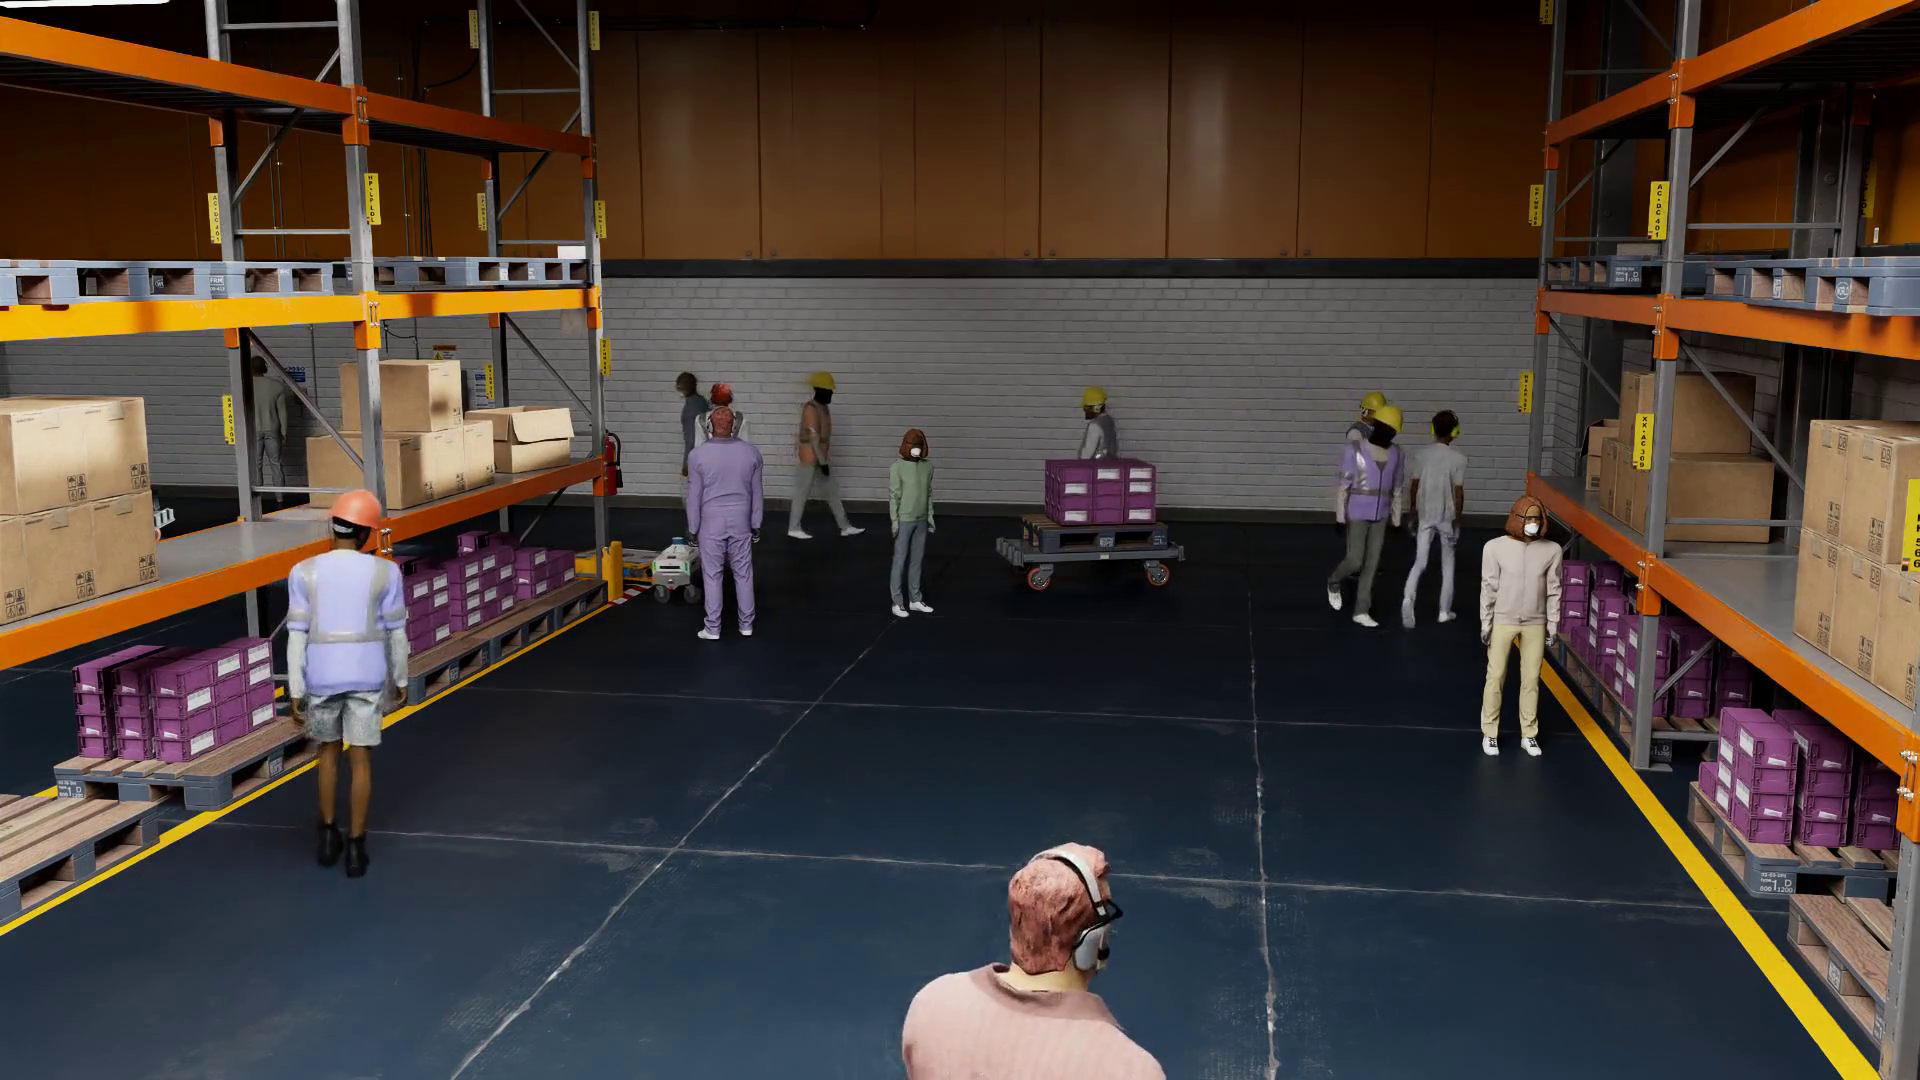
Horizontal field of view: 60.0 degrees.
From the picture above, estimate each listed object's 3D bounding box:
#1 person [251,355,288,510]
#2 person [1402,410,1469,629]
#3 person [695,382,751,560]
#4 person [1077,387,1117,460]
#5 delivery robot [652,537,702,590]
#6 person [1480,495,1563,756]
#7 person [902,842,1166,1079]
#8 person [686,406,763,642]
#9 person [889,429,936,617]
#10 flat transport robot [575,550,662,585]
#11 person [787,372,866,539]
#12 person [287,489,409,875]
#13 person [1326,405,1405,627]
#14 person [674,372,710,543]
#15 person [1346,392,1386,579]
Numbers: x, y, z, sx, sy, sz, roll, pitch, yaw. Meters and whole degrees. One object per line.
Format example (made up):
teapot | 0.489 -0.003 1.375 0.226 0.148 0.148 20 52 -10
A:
person | -8.728 -1.336 20.799 0.627 1.940 0.372 -5 11 -29
person | 3.973 -0.171 13.972 0.505 1.841 0.844 6 11 32
person | -2.414 -0.676 16.937 0.592 1.871 0.476 0 9 1
person | 1.433 -0.683 17.179 0.548 1.804 0.606 3 10 17
delivery robot | -2.573 0.218 15.186 0.477 0.478 0.707 0 9 3
person | 3.451 0.529 10.264 0.496 1.629 0.277 0 9 2
person | 0.166 1.523 3.430 0.657 1.854 0.997 6 11 35
person | -1.914 -0.133 13.479 0.651 1.907 0.409 -5 10 -27
person | -0.410 -0.156 14.466 0.501 1.631 0.287 -9 13 -43
flat transport robot | -3.205 0.245 16.179 1.431 0.197 0.652 5 10 26
person | -1.511 -0.915 18.377 0.961 1.878 0.592 3 10 20
person | -3.059 0.704 8.350 0.558 1.888 0.620 -2 10 -15
person | 3.448 -0.222 14.144 0.635 1.875 0.614 -3 10 -18
person | -2.908 -0.887 18.190 0.557 1.904 0.635 0 9 0
person | 3.972 -0.531 16.193 0.403 1.823 0.586 7 11 36
